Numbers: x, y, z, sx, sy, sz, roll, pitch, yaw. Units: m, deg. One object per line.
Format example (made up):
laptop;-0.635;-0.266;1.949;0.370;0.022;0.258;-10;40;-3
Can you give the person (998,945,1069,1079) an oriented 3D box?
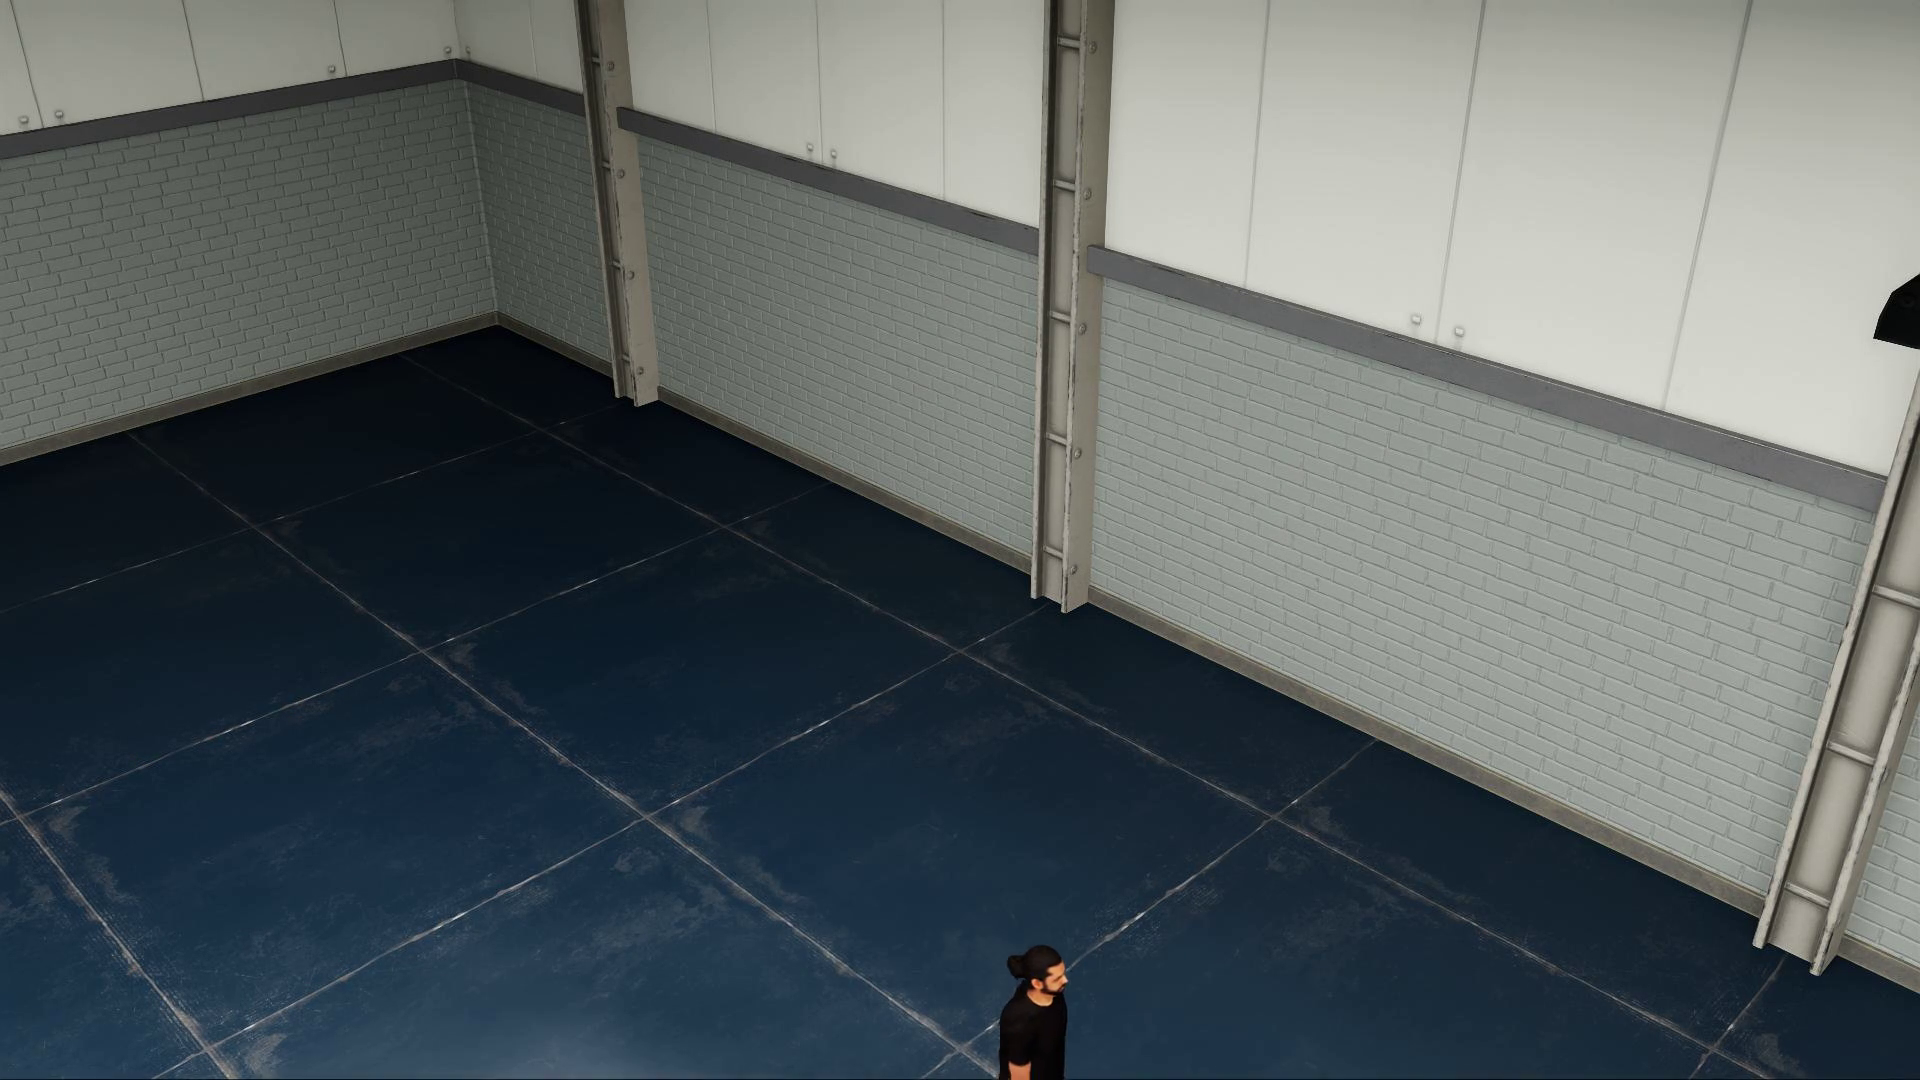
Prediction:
person;0.277;2.611;7.992;0.815;1.748;0.740;14;31;24
